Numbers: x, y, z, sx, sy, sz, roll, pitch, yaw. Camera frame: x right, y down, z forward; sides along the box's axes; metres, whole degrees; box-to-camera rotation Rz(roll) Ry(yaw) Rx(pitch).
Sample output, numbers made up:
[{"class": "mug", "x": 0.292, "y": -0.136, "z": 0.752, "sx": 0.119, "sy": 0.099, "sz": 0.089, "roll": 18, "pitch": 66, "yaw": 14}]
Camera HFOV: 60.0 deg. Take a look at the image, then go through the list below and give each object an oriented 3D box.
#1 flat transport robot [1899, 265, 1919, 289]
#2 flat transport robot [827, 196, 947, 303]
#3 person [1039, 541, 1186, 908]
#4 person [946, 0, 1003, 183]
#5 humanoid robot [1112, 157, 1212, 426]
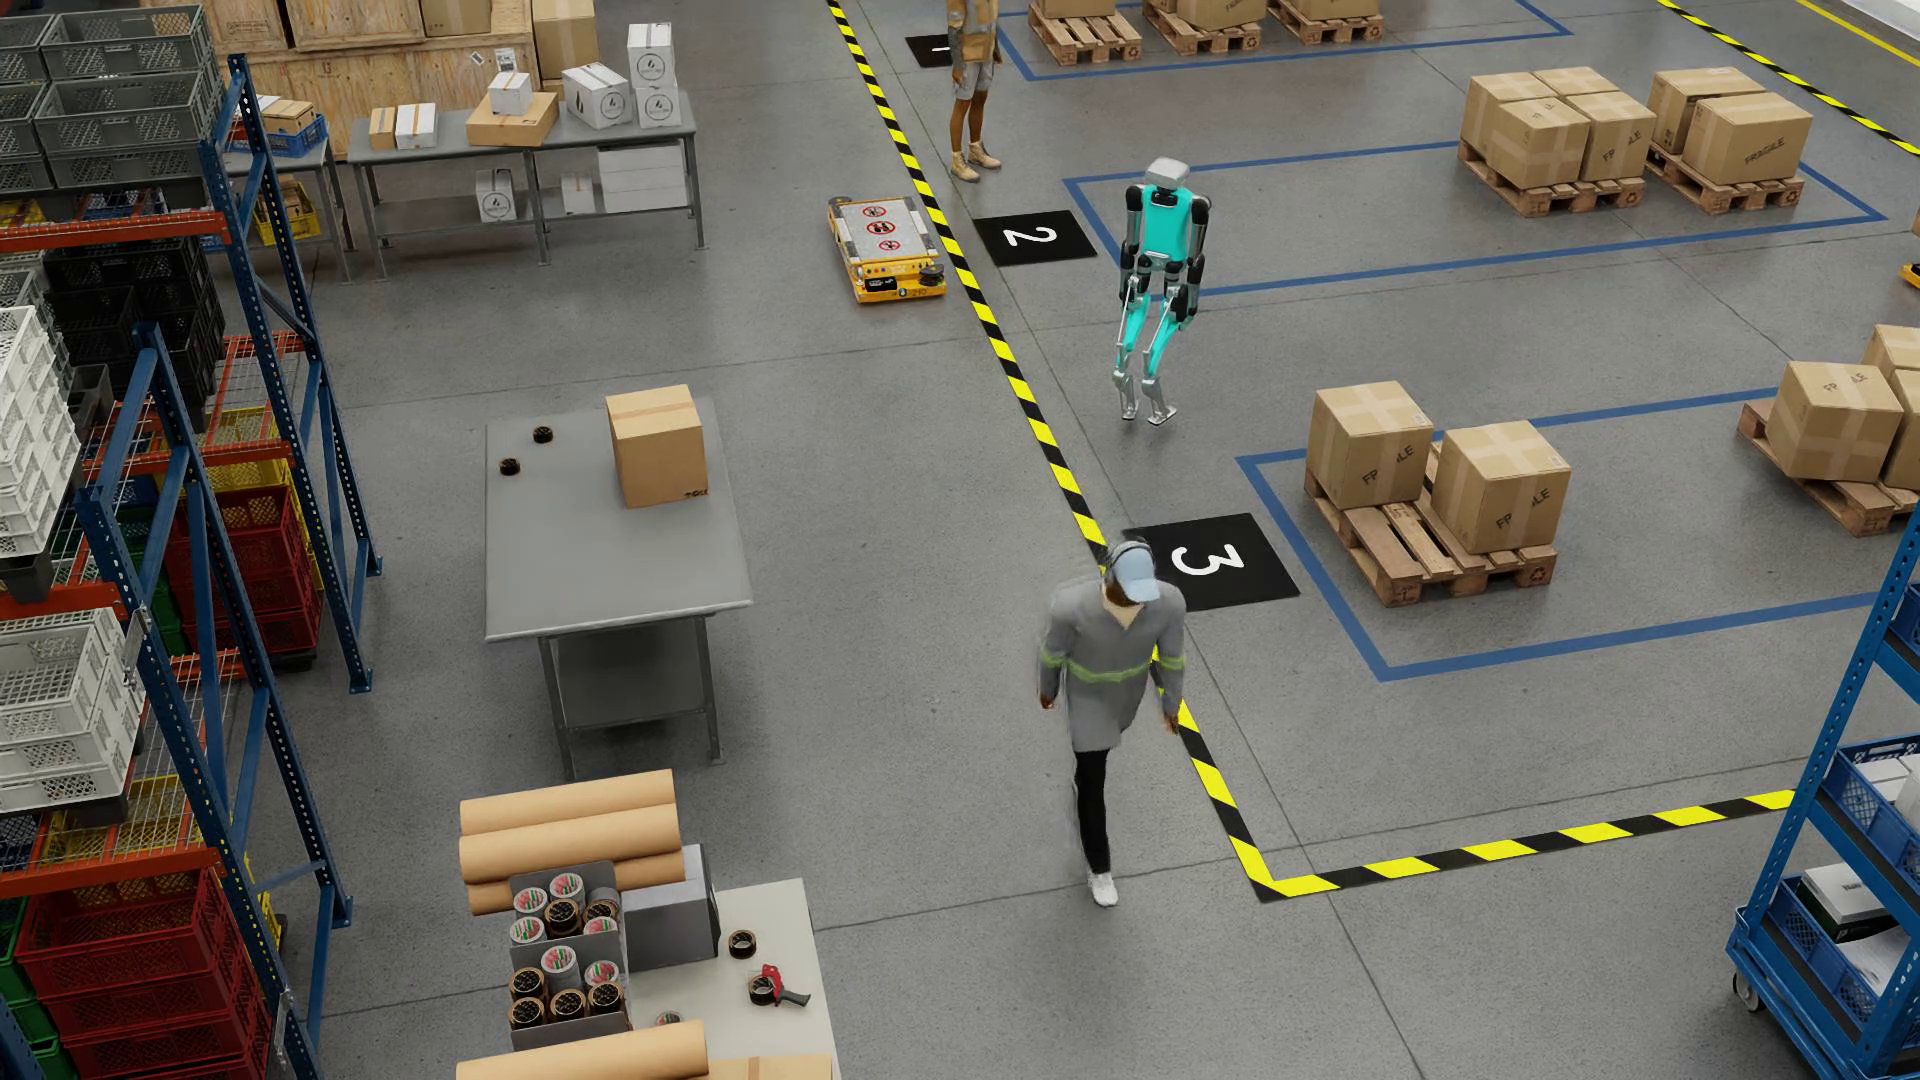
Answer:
[{"class": "flat transport robot", "x": 7.723, "y": -1.941, "z": 12.140, "sx": 1.431, "sy": 0.197, "sz": 0.652, "roll": -8, "pitch": 37, "yaw": -10}, {"class": "flat transport robot", "x": -0.570, "y": -2.220, "z": 12.538, "sx": 0.659, "sy": 0.231, "sz": 1.431, "roll": -8, "pitch": 37, "yaw": -10}, {"class": "person", "x": 0.690, "y": 0.736, "z": 7.277, "sx": 0.614, "sy": 1.796, "sz": 0.989, "roll": -9, "pitch": 38, "yaw": -11}, {"class": "person", "x": 0.138, "y": -3.905, "z": 13.317, "sx": 0.383, "sy": 2.045, "sz": 0.604, "roll": 26, "pitch": 44, "yaw": 31}, {"class": "humanoid robot", "x": 1.140, "y": -1.430, "z": 10.133, "sx": 0.533, "sy": 1.677, "sz": 0.735, "roll": 17, "pitch": 40, "yaw": 22}]
